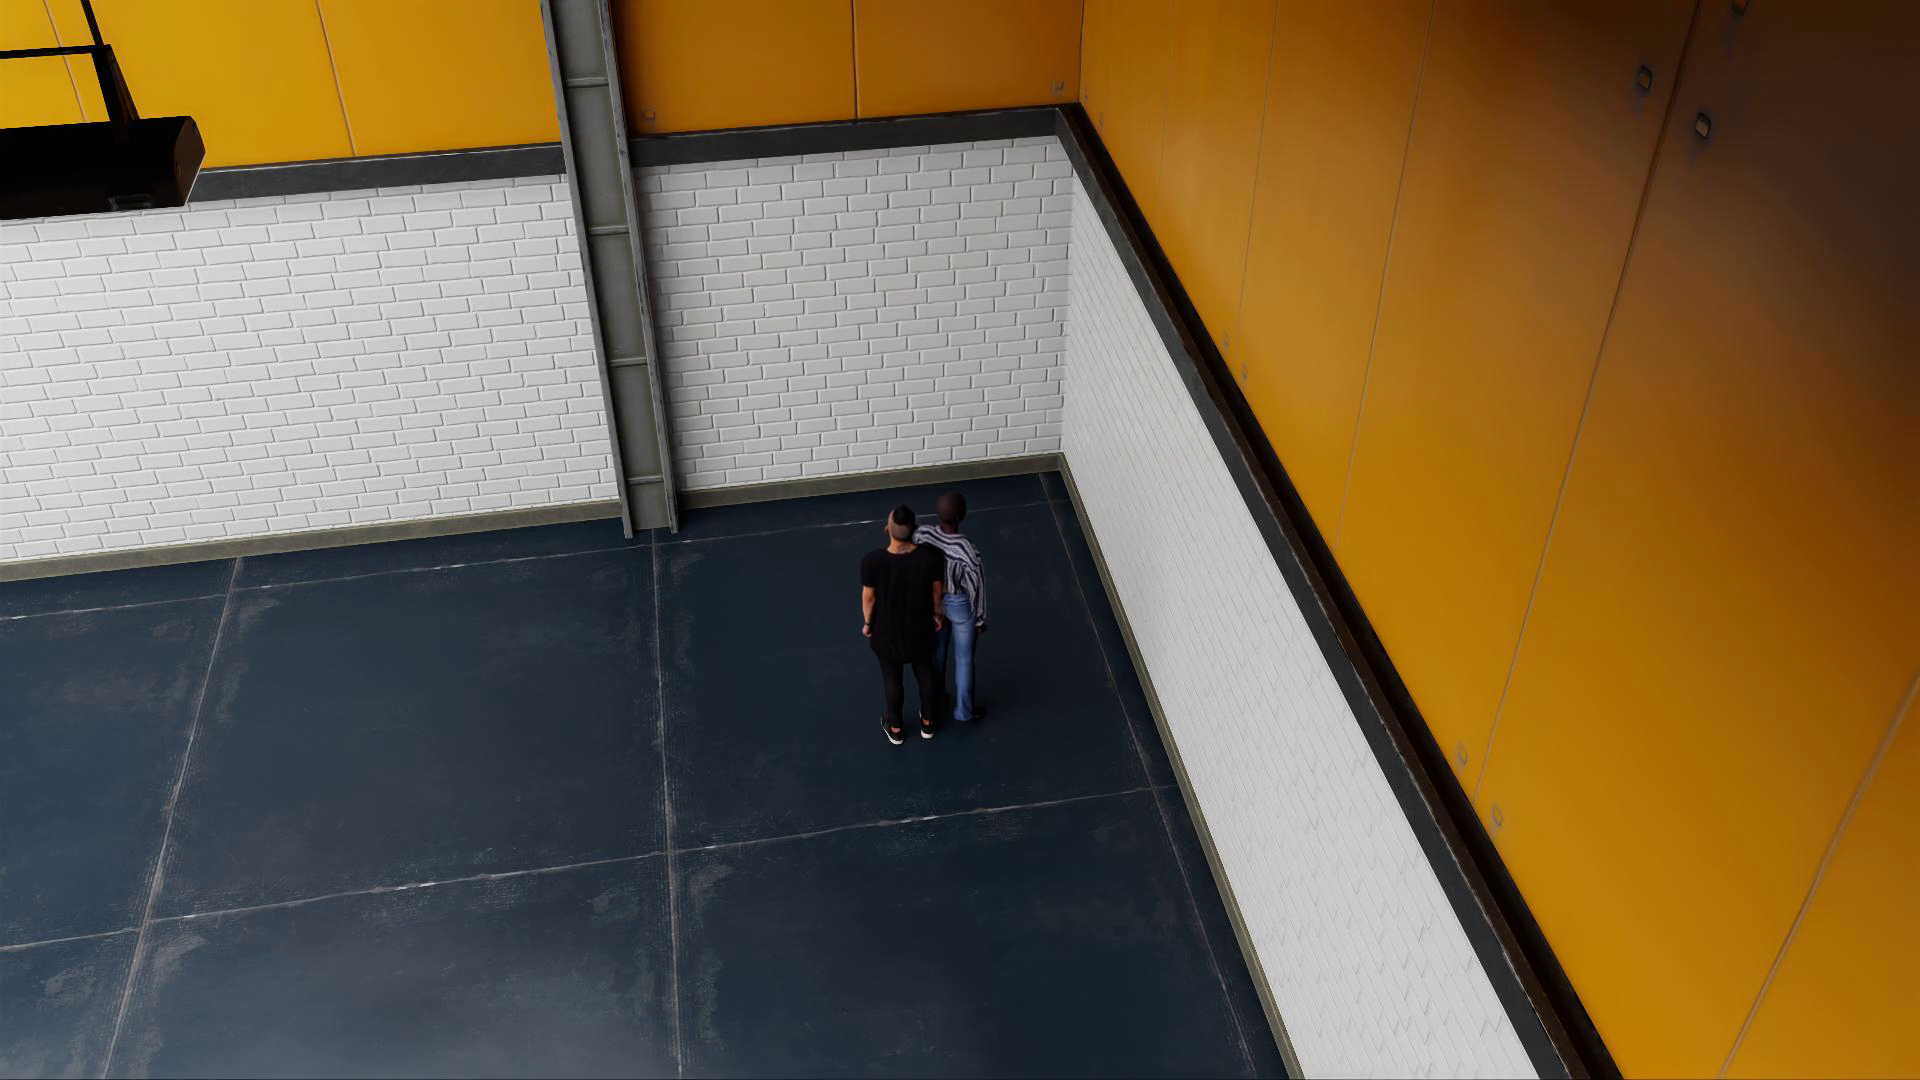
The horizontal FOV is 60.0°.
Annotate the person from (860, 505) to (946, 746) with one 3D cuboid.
[{"bbox_3d":[-0.343,0.500,10.224,0.521,1.863,0.741,-8,39,-10],"label":"person"}]

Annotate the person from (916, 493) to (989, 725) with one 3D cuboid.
[{"bbox_3d":[-0.051,0.436,10.357,0.680,1.796,0.750,22,44,25],"label":"person"}]
